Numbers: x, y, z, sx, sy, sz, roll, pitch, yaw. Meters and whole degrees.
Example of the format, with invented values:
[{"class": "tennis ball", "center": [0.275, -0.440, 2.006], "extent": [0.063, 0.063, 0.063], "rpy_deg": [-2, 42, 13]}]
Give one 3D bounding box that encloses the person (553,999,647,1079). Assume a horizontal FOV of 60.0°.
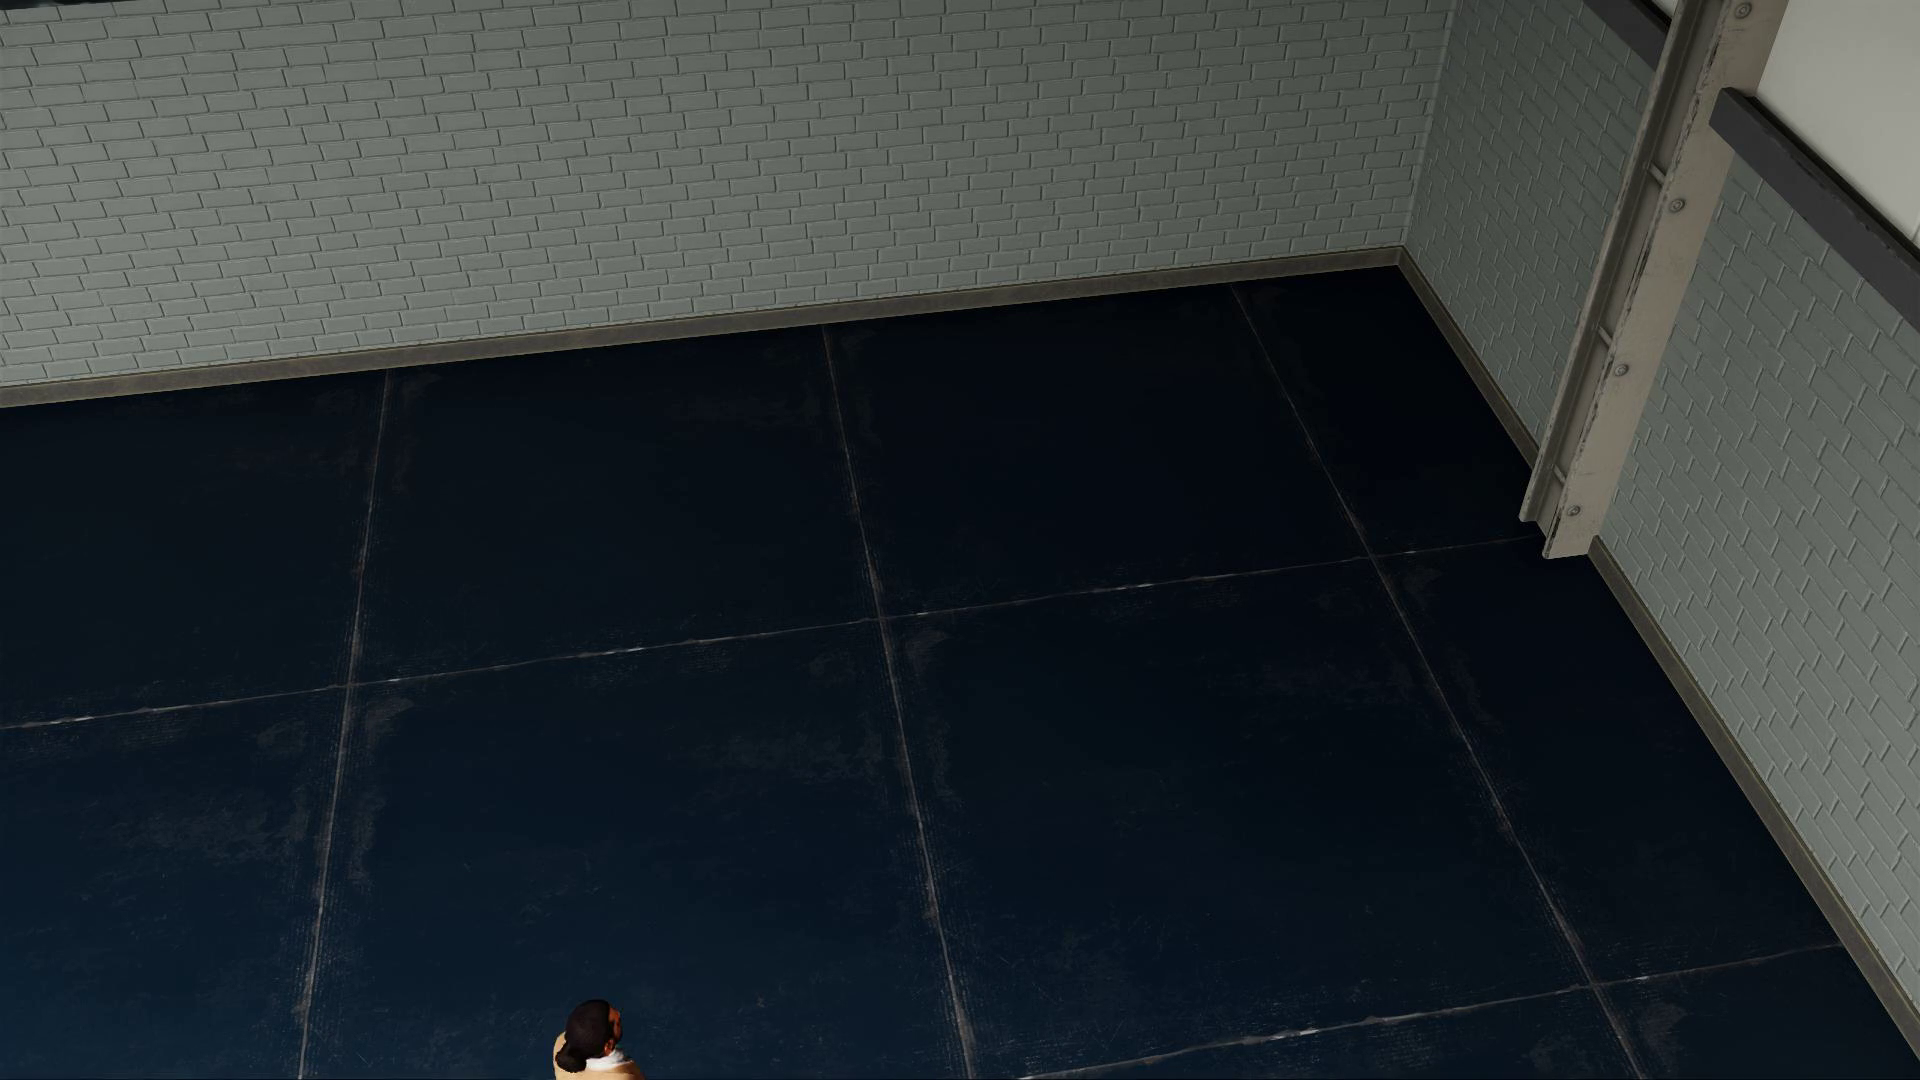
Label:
[{"class": "person", "center": [-1.341, 2.365, 6.358], "extent": [0.914, 1.741, 0.957], "rpy_deg": [32, 52, 30]}]
